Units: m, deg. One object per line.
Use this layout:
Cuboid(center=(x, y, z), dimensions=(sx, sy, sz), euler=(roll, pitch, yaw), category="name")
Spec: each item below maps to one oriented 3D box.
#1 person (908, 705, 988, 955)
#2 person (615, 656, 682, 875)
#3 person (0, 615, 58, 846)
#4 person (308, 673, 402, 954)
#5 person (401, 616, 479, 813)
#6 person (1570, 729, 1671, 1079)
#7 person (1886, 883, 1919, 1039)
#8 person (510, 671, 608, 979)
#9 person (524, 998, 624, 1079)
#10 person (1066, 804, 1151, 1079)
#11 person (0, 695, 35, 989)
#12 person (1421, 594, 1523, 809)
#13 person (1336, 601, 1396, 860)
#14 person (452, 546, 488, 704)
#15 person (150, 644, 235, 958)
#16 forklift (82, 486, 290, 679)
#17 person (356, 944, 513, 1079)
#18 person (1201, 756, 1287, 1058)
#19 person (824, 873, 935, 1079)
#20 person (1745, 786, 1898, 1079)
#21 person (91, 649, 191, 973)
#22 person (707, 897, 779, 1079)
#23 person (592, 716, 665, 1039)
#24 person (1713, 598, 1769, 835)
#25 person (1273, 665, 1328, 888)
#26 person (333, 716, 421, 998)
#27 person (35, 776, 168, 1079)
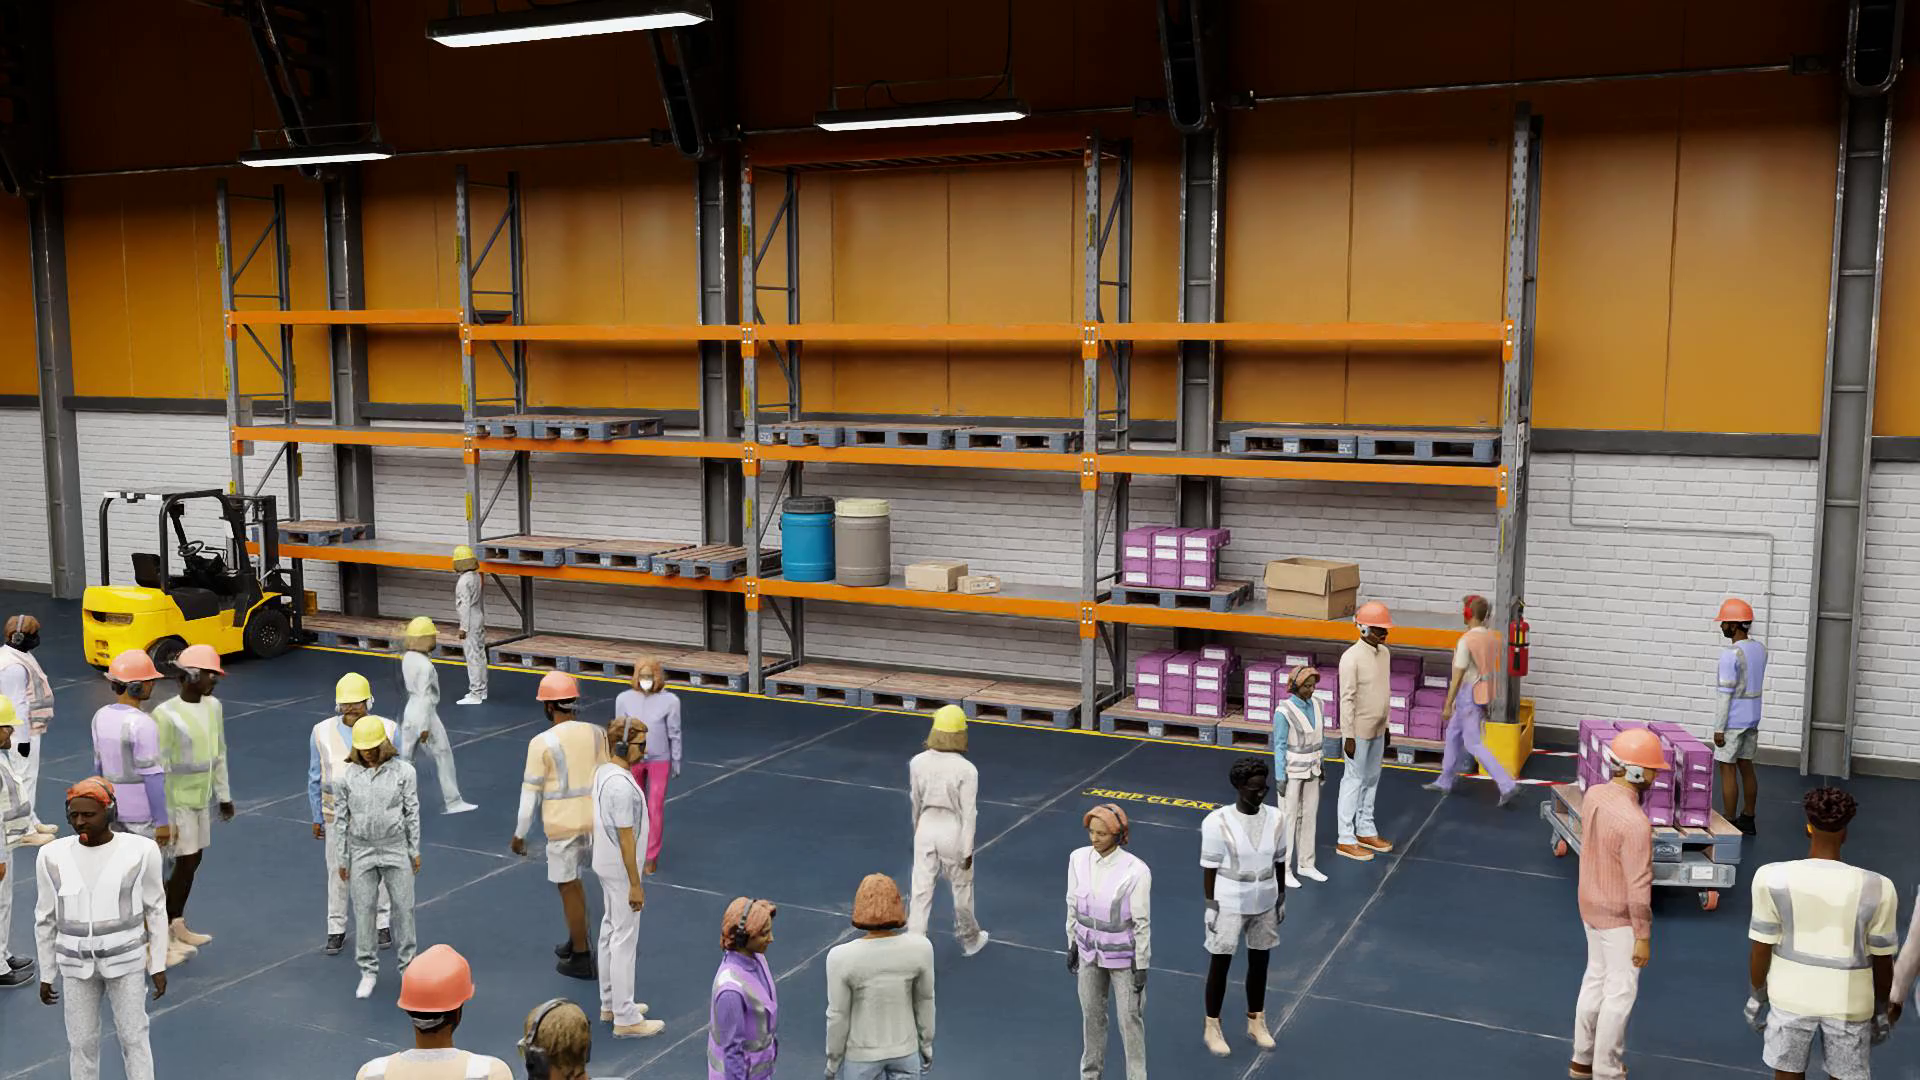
Cuboid(center=(-0.100, 1.875, 10.468), dimensions=(0.503, 1.691, 0.902), euler=(3, 8, 24), category="person")
Cuboid(center=(-2.341, 1.658, 12.554), dimensions=(0.511, 1.615, 0.609), euler=(0, 7, 3), category="person")
Cuboid(center=(-7.365, 1.493, 13.098), dimensions=(0.429, 1.833, 0.637), euler=(-4, 8, -28), category="person")
Cuboid(center=(-3.923, 1.764, 10.826), dimensions=(0.587, 1.835, 0.404), euler=(-2, 7, -17), category="person")
Cuboid(center=(-4.500, 1.480, 13.765), dimensions=(0.888, 1.713, 0.491), euler=(-6, 9, -41), category="person")
Cuboid(center=(3.450, 1.953, 8.693), dimensions=(0.410, 1.980, 0.627), euler=(0, 7, -4), category="person")
Cuboid(center=(4.585, 2.153, 7.527), dimensions=(1.131, 1.871, 0.634), euler=(-1, 7, -12), category="person")
Cuboid(center=(-2.495, 1.774, 10.435), dimensions=(0.627, 1.912, 0.576), euler=(4, 8, 33), category="person")
Cuboid(center=(-1.223, 2.394, 5.258), dimensions=(0.367, 1.926, 0.632), euler=(4, 8, 30), category="person")
Cuboid(center=(0.765, 2.145, 8.530), dimensions=(0.513, 1.630, 0.318), euler=(6, 9, 40), category="person")
Cuboid(center=(-5.928, 1.847, 10.218), dimensions=(0.403, 1.820, 0.603), euler=(-5, 8, -34), category="person")
Cuboid(center=(4.410, 1.368, 14.243), dimensions=(0.912, 1.803, 0.569), euler=(5, 9, 37), category="person")
Cuboid(center=(3.138, 1.453, 12.795), dimensions=(0.400, 1.987, 0.615), euler=(7, 10, 45), category="person")
Cuboid(center=(-5.373, 0.925, 18.170), dimensions=(0.322, 1.735, 0.487), euler=(0, 7, 3), category="person")
Cuboid(center=(-5.009, 1.684, 10.812), dimensions=(0.474, 2.005, 0.661), euler=(1, 7, 8), category="person")
Cuboid(center=(-9.426, 0.454, 20.179), dimensions=(1.214, 2.155, 2.313), euler=(3, 8, 26), category="forklift")
Cuboid(center=(-1.763, 2.334, 5.691), dimensions=(0.545, 1.938, 0.356), euler=(0, 7, -3), category="person")
Cuboid(center=(1.584, 2.027, 9.264), dimensions=(0.537, 1.694, 0.320), euler=(-2, 7, -16), category="person")
Cuboid(center=(-0.354, 2.281, 7.373), dimensions=(0.507, 1.632, 0.279), euler=(-2, 7, -20), category="person")
Cuboid(center=(3.917, 2.090, 7.587), dimensions=(0.601, 1.967, 0.369), euler=(3, 8, 25), category="person")
Cuboid(center=(-5.186, 1.699, 10.508), dimensions=(0.615, 2.043, 0.373), euler=(5, 8, 33), category="person")
Cuboid(center=(-0.926, 2.315, 7.114), dimensions=(0.313, 1.630, 0.528), euler=(0, 7, 3), category="person")
Cuboid(center=(-1.925, 1.918, 9.536), dimensions=(0.343, 1.839, 0.506), euler=(-3, 8, -26), category="person")
Cuboid(center=(6.168, 1.425, 13.264), dimensions=(0.545, 1.930, 0.382), euler=(-5, 8, -34), category="person")
Cuboid(center=(2.470, 1.708, 12.120), dimensions=(0.528, 1.630, 0.320), euler=(-6, 9, -39), category="person")
Cuboid(center=(-3.521, 1.907, 10.072), dimensions=(0.493, 1.732, 0.328), euler=(-2, 7, -16), category="person")
Cuboid(center=(-4.160, 2.074, 8.070), dimensions=(0.586, 1.880, 0.342), euler=(-1, 7, -11), category="person")
